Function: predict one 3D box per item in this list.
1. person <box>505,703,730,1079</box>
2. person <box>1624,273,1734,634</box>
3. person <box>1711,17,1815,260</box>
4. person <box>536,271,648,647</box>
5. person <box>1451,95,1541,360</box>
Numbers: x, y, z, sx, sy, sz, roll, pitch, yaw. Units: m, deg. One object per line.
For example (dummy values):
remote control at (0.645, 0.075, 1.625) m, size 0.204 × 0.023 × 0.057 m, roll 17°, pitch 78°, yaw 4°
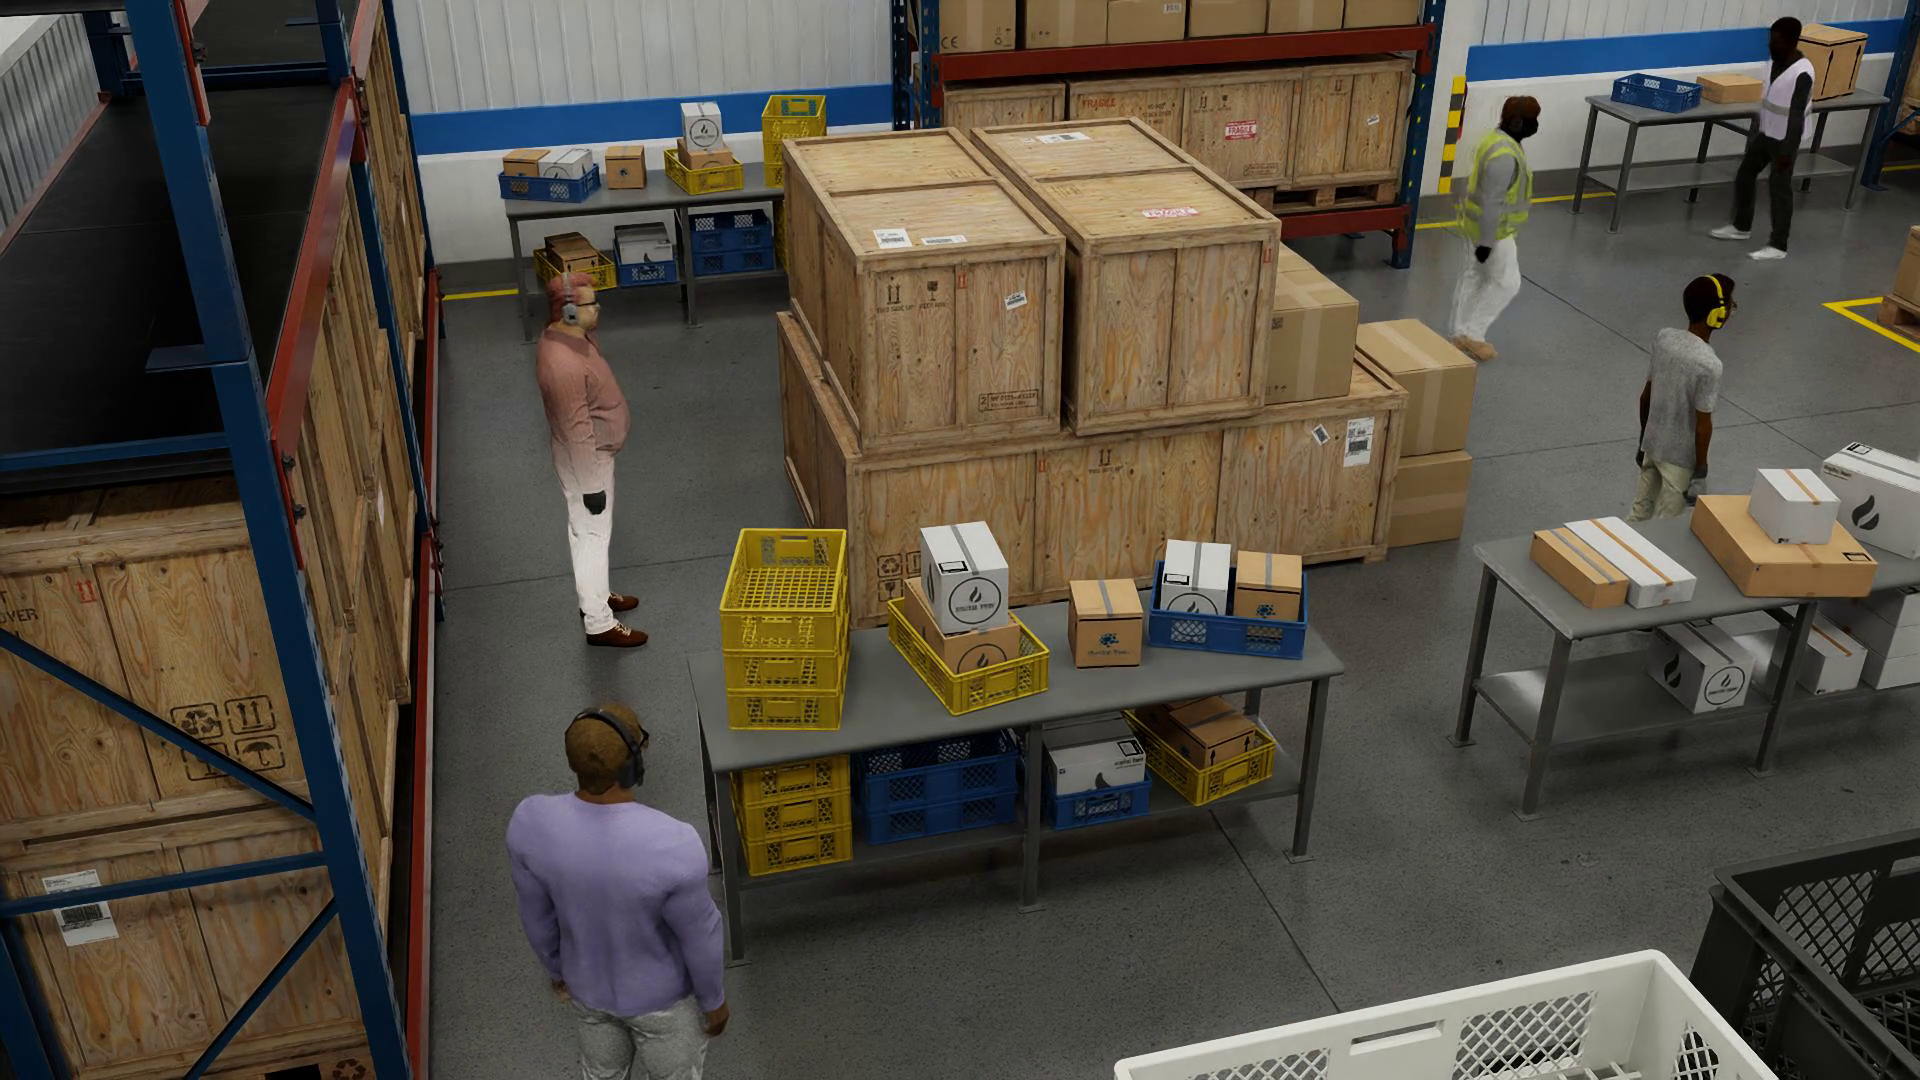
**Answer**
person at (-0.982, 1.318, 4.980) m, size 0.627 × 1.940 × 0.371 m, roll 8°, pitch 30°, yaw 15°
person at (3.521, -0.413, 8.190) m, size 0.329 × 1.874 × 0.507 m, roll -7°, pitch 30°, yaw -13°
person at (6.488, -3.192, 13.222) m, size 0.457 × 1.892 × 0.627 m, roll -1°, pitch 29°, yaw -3°
person at (-1.798, -0.391, 8.113) m, size 0.410 × 1.911 × 0.640 m, roll -7°, pitch 30°, yaw -13°
person at (3.663, -2.115, 11.324) m, size 0.488 × 1.823 × 0.638 m, roll 6°, pitch 29°, yaw 10°
